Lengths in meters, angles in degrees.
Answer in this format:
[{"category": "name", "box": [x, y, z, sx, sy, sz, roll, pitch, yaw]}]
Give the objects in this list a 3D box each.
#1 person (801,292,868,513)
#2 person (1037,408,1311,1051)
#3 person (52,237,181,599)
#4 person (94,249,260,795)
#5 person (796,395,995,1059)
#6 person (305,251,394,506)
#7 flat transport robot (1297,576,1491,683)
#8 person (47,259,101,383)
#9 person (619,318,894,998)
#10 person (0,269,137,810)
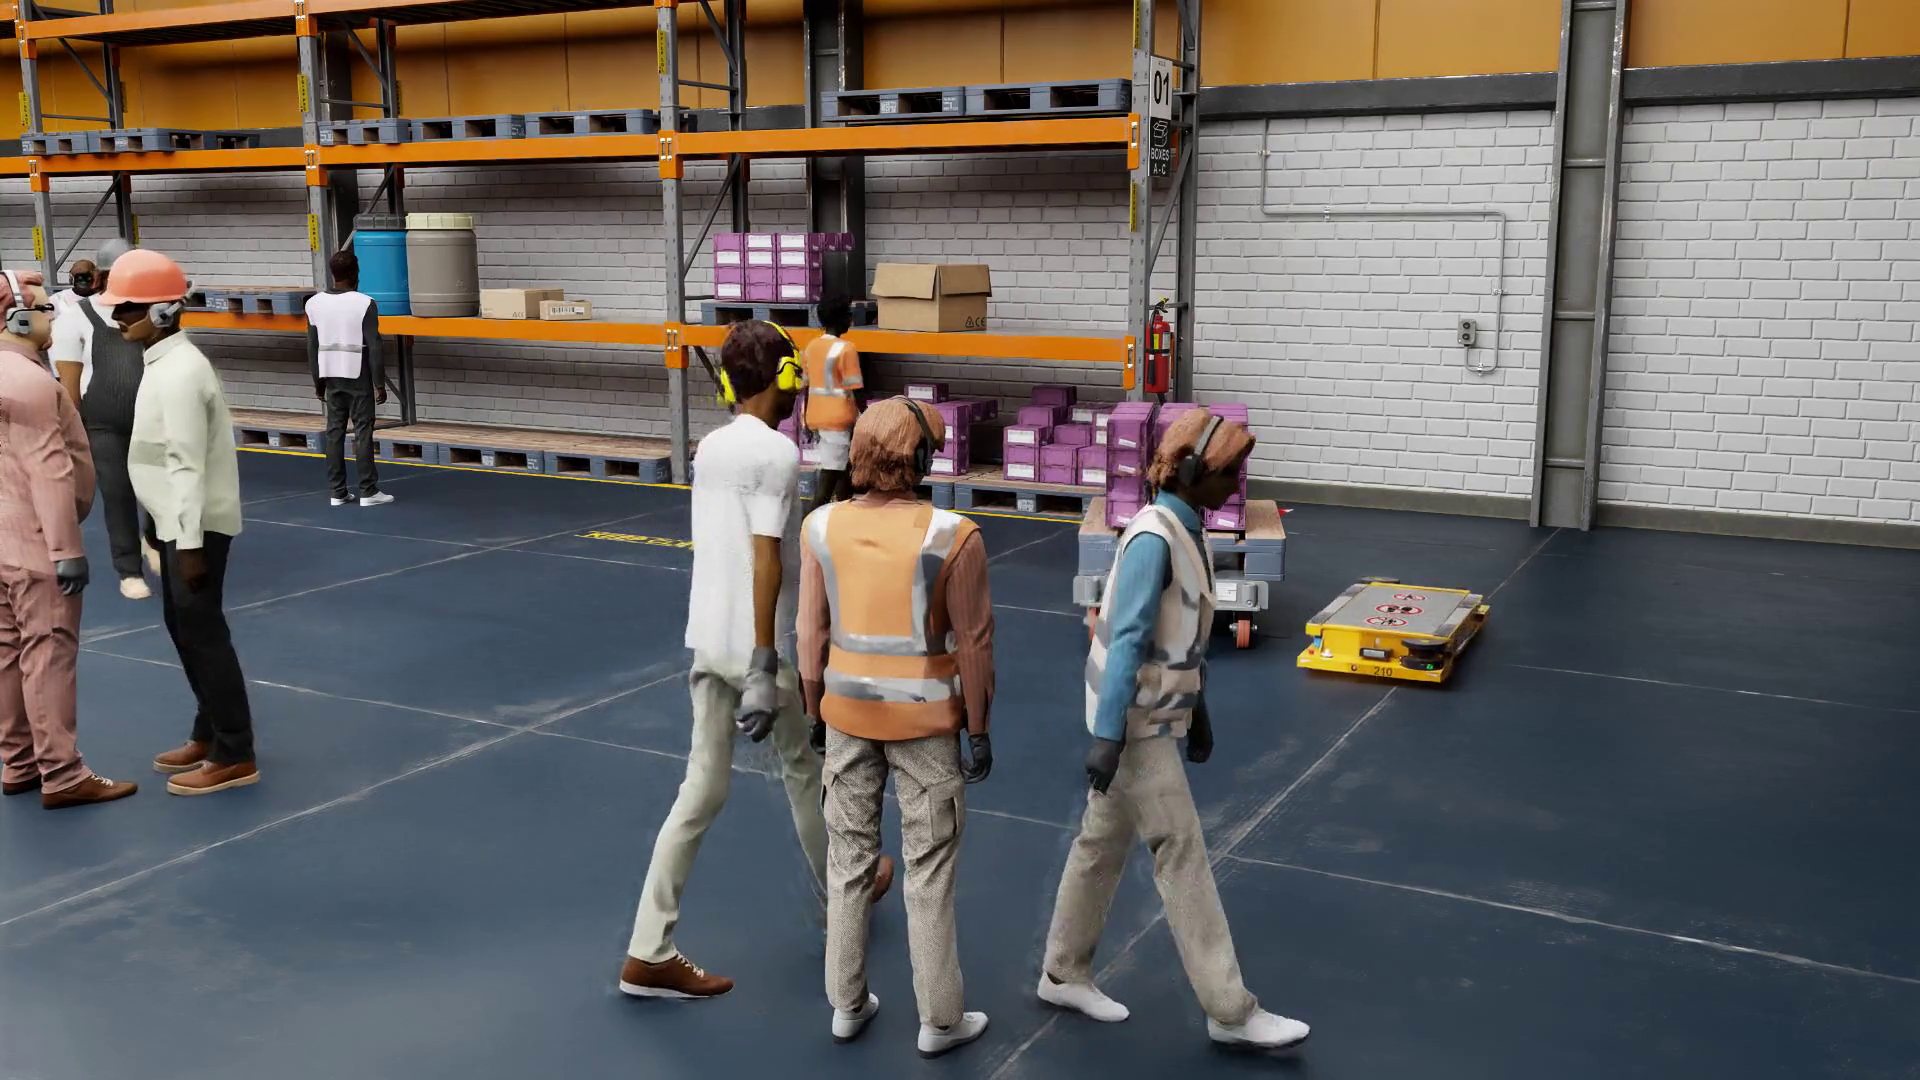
[{"category": "person", "box": [-0.717, -0.736, 10.621, 0.706, 1.673, 0.542, -6, 12, -30]}, {"category": "person", "box": [0.551, 0.478, 4.157, 0.802, 1.590, 0.570, 3, 11, 15]}, {"category": "person", "box": [-4.737, -0.714, 9.488, 0.695, 2.000, 0.631, -10, 14, -44]}, {"category": "person", "box": [-2.841, -0.056, 6.053, 0.419, 1.979, 0.618, -6, 12, -29]}, {"category": "person", "box": [-0.161, 0.465, 4.123, 0.521, 1.639, 0.311, 4, 11, 23]}, {"category": "person", "box": [-4.613, -1.209, 12.535, 0.596, 1.916, 0.373, 2, 11, 13]}, {"category": "flat transport robot", "box": [2.156, 0.416, 8.148, 0.652, 0.197, 1.431, 5, 11, 25]}, {"category": "person", "box": [-7.108, -1.364, 13.610, 0.430, 1.839, 0.619, 8, 13, 38]}, {"category": "person", "box": [-0.540, 0.311, 4.540, 0.966, 1.797, 0.587, -9, 14, -41]}, {"category": "person", "box": [-3.291, 0.000, 5.940, 0.636, 1.911, 0.404, 8, 13, 38]}]
